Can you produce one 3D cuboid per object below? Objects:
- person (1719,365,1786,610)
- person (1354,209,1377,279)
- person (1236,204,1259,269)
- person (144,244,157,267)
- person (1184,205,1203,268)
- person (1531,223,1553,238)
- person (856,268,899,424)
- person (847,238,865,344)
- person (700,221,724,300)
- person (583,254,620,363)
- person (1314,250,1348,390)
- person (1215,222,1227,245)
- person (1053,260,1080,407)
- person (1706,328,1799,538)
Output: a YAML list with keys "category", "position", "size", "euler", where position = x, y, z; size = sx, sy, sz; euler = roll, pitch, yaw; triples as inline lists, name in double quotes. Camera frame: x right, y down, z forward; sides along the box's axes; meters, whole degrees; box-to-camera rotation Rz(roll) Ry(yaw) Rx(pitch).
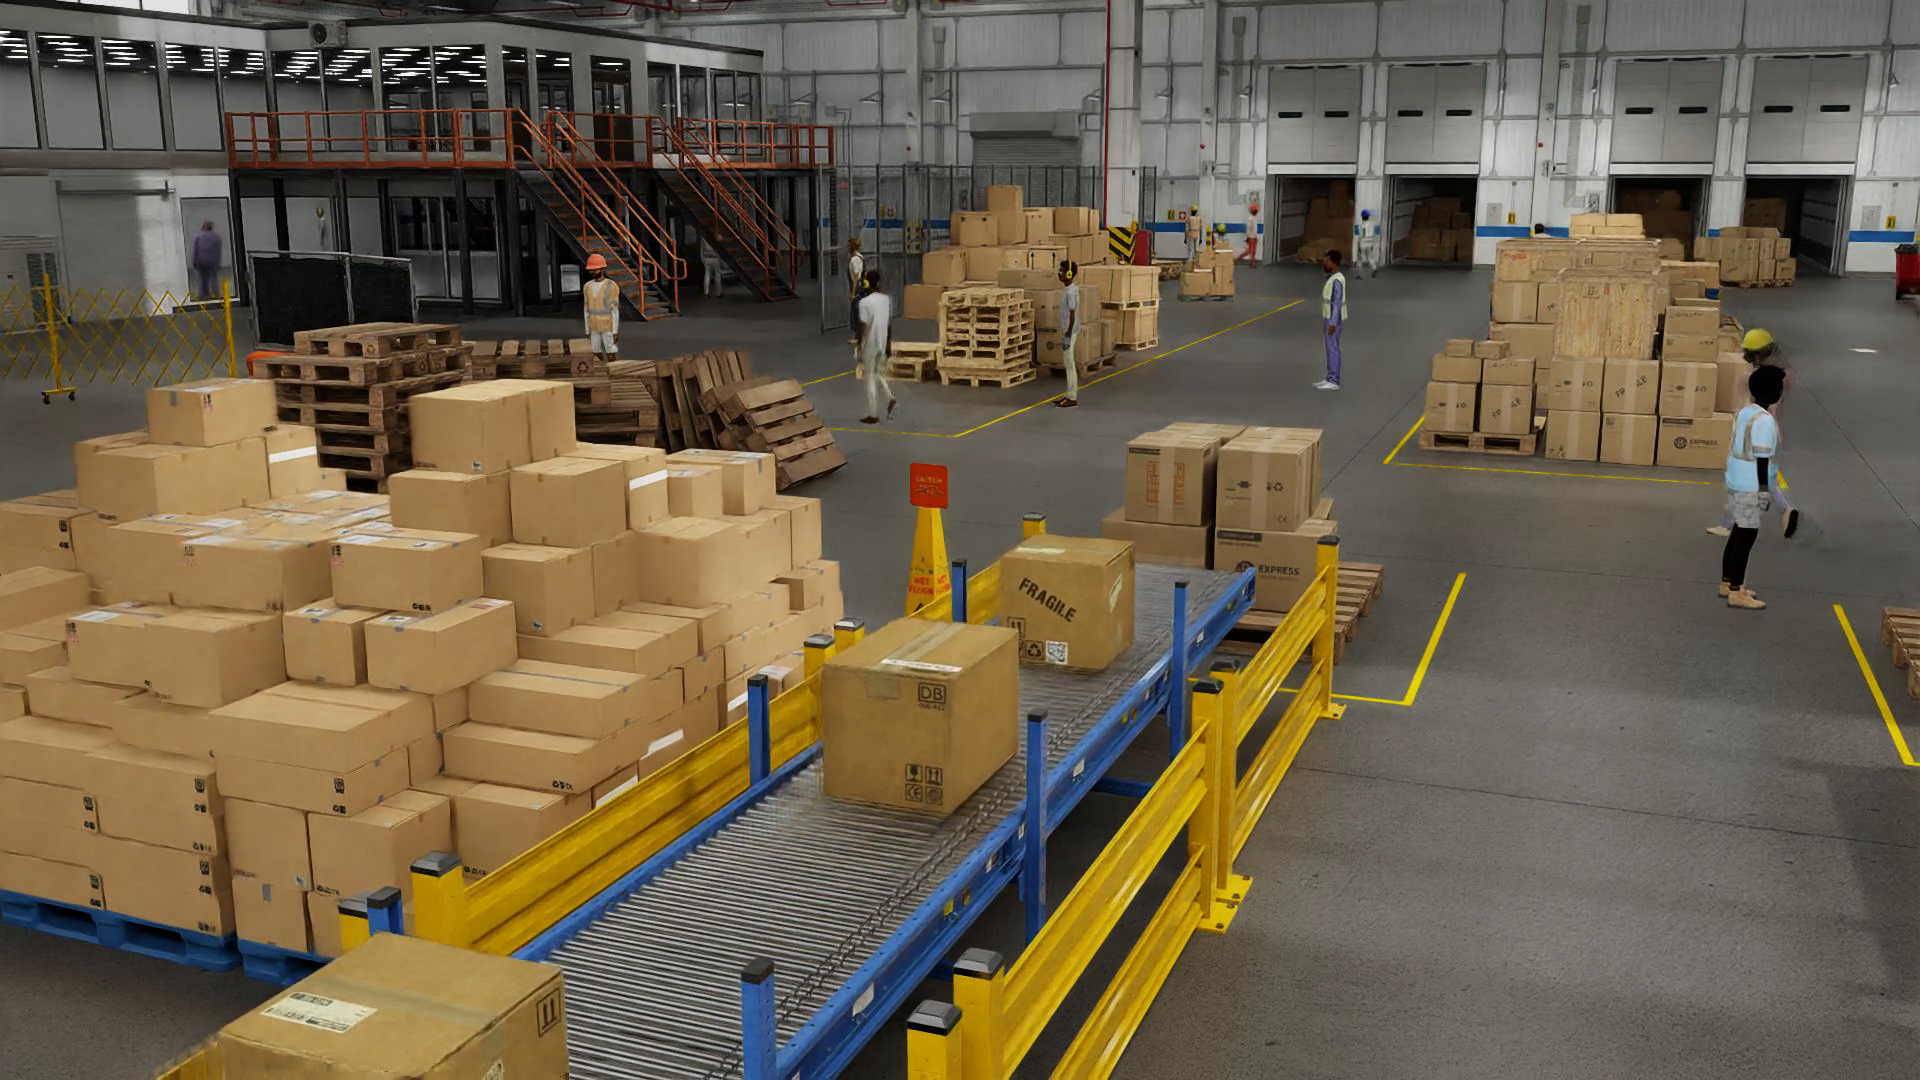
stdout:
- category: "person"
  position: [5.498, -0.370, 11.547]
  size: [0.320, 1.693, 0.536]
  euler: [3, 13, 13]
- category: "person"
  position: [11.186, -8.136, 45.817]
  size: [0.621, 1.934, 0.631]
  euler: [-7, 14, -28]
- category: "person"
  position: [8.886, -9.300, 50.967]
  size: [0.588, 1.974, 0.618]
  euler: [7, 14, 28]
- category: "person"
  position: [-17.769, -5.932, 36.648]
  size: [0.523, 1.592, 0.801]
  euler: [-1, 13, -6]
- category: "person"
  position: [7.145, -9.270, 50.923]
  size: [0.594, 1.926, 0.366]
  euler: [-3, 13, -15]
- category: "person"
  position: [13.321, -6.368, 38.183]
  size: [0.629, 1.812, 0.861]
  euler: [-1, 13, -5]
- category: "person"
  position: [-1.004, -2.288, 19.765]
  size: [0.459, 1.854, 0.559]
  euler: [11, 17, 41]
- category: "person"
  position: [-1.803, -4.329, 28.945]
  size: [0.345, 1.845, 0.505]
  euler: [3, 13, 12]
- category: "person"
  position: [-5.806, -6.535, 38.868]
  size: [0.587, 1.841, 0.963]
  euler: [3, 13, 11]
- category: "person"
  position: [-4.713, -2.780, 21.824]
  size: [0.539, 1.930, 0.388]
  euler: [5, 14, 23]
- category: "person"
  position: [5.160, -3.044, 23.034]
  size: [0.386, 1.917, 0.662]
  euler: [1, 13, 3]
- category: "person"
  position: [6.449, -7.013, 41.248]
  size: [0.335, 1.751, 0.496]
  euler: [-4, 13, -18]
- category: "person"
  position: [1.367, -2.633, 21.273]
  size: [0.326, 1.876, 0.520]
  euler: [0, 13, 1]
- category: "person"
  position: [6.505, -0.846, 13.531]
  size: [0.534, 1.747, 0.649]
  euler: [-6, 14, -25]
